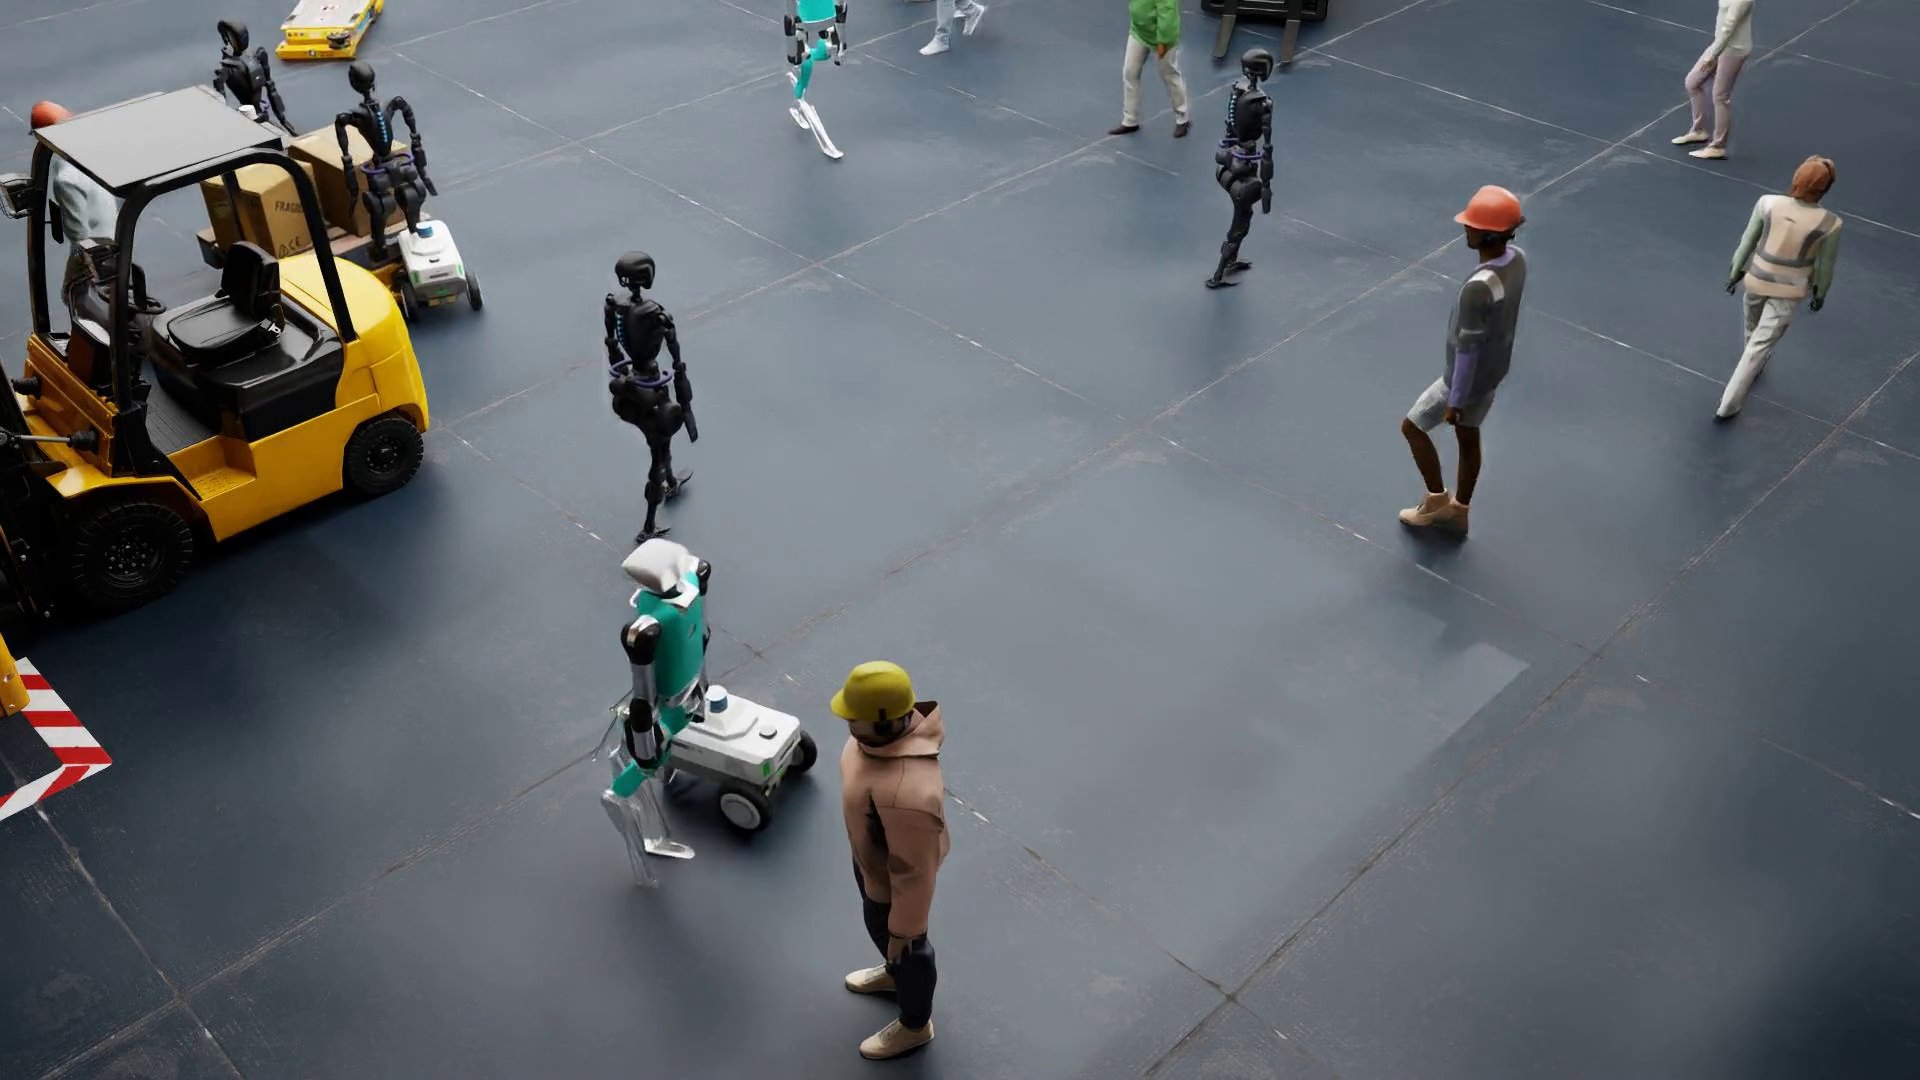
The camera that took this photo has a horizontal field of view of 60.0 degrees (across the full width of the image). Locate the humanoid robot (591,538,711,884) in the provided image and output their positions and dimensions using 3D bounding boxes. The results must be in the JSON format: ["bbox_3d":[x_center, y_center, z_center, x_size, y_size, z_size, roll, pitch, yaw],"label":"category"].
[{"bbox_3d":[-1.326,0.737,6.847,0.667,1.861,0.543,13,39,17],"label":"humanoid robot"}]

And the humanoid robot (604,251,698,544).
[{"bbox_3d":[-1.617,-0.805,8.915,0.589,1.630,0.716,22,42,27],"label":"humanoid robot"}]

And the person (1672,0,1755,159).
[{"bbox_3d":[5.879,-3.787,12.838,0.525,1.742,0.529,7,37,9],"label":"person"}]

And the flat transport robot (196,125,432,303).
[{"bbox_3d":[-4.417,-1.896,11.535,1.431,0.231,0.659,27,45,32],"label":"flat transport robot"}]

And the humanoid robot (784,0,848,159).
[{"bbox_3d":[-1.246,-3.928,13.076,0.537,1.775,1.039,-22,42,-26],"label":"humanoid robot"}]

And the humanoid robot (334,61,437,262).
[{"bbox_3d":[-3.808,-2.389,11.020,0.604,1.642,0.559,-28,45,-32],"label":"humanoid robot"}]

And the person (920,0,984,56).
[{"bbox_3d":[-0.048,-5.222,14.648,0.618,1.870,0.676,-19,41,-23],"label":"person"}]

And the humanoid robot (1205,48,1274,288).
[{"bbox_3d":[1.908,-2.482,11.145,0.453,1.642,0.588,-14,39,-18],"label":"humanoid robot"}]

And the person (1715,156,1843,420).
[{"bbox_3d":[4.902,-1.531,9.928,0.869,1.590,0.538,-31,46,-34],"label":"person"}]

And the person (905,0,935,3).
[{"bbox_3d":[-0.472,-6.110,15.783,0.373,1.939,0.629,-13,39,-17],"label":"person"}]

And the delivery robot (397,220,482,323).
[{"bbox_3d":[-3.559,-1.841,11.232,0.499,0.607,0.790,-15,39,-19],"label":"delivery robot"}]

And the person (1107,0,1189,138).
[{"bbox_3d":[1.578,-4.055,13.210,0.684,1.736,0.557,-20,41,-25],"label":"person"}]

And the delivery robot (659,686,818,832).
[{"bbox_3d":[-1.046,0.926,7.534,0.784,0.613,0.519,15,39,19],"label":"delivery robot"}]

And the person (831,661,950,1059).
[{"bbox_3d":[-0.237,1.162,6.106,0.408,1.865,0.815,-7,37,-9],"label":"person"}]

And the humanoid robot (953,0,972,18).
[{"bbox_3d":[0.024,-5.600,15.335,0.771,1.851,0.531,0,37,0],"label":"humanoid robot"}]

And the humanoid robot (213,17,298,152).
[{"bbox_3d":[-4.937,-2.876,11.678,0.341,1.643,0.613,12,38,16],"label":"humanoid robot"}]

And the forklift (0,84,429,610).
[{"bbox_3d":[-4.145,-1.093,8.856,2.313,2.155,1.214,-31,47,-34],"label":"forklift"}]

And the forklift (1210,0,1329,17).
[{"bbox_3d":[3.106,-6.400,15.960,1.214,2.155,2.313,8,37,10],"label":"forklift"}]

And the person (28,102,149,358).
[{"bbox_3d":[-5.428,-1.852,10.253,0.512,1.730,0.586,-2,37,-3],"label":"person"}]

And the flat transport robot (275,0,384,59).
[{"bbox_3d":[-5.835,-4.804,15.427,0.659,0.231,1.431,-2,37,-3],"label":"flat transport robot"}]

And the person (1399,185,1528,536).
[{"bbox_3d":[2.642,-0.909,8.747,0.525,2.021,0.621,26,44,31],"label":"person"}]
